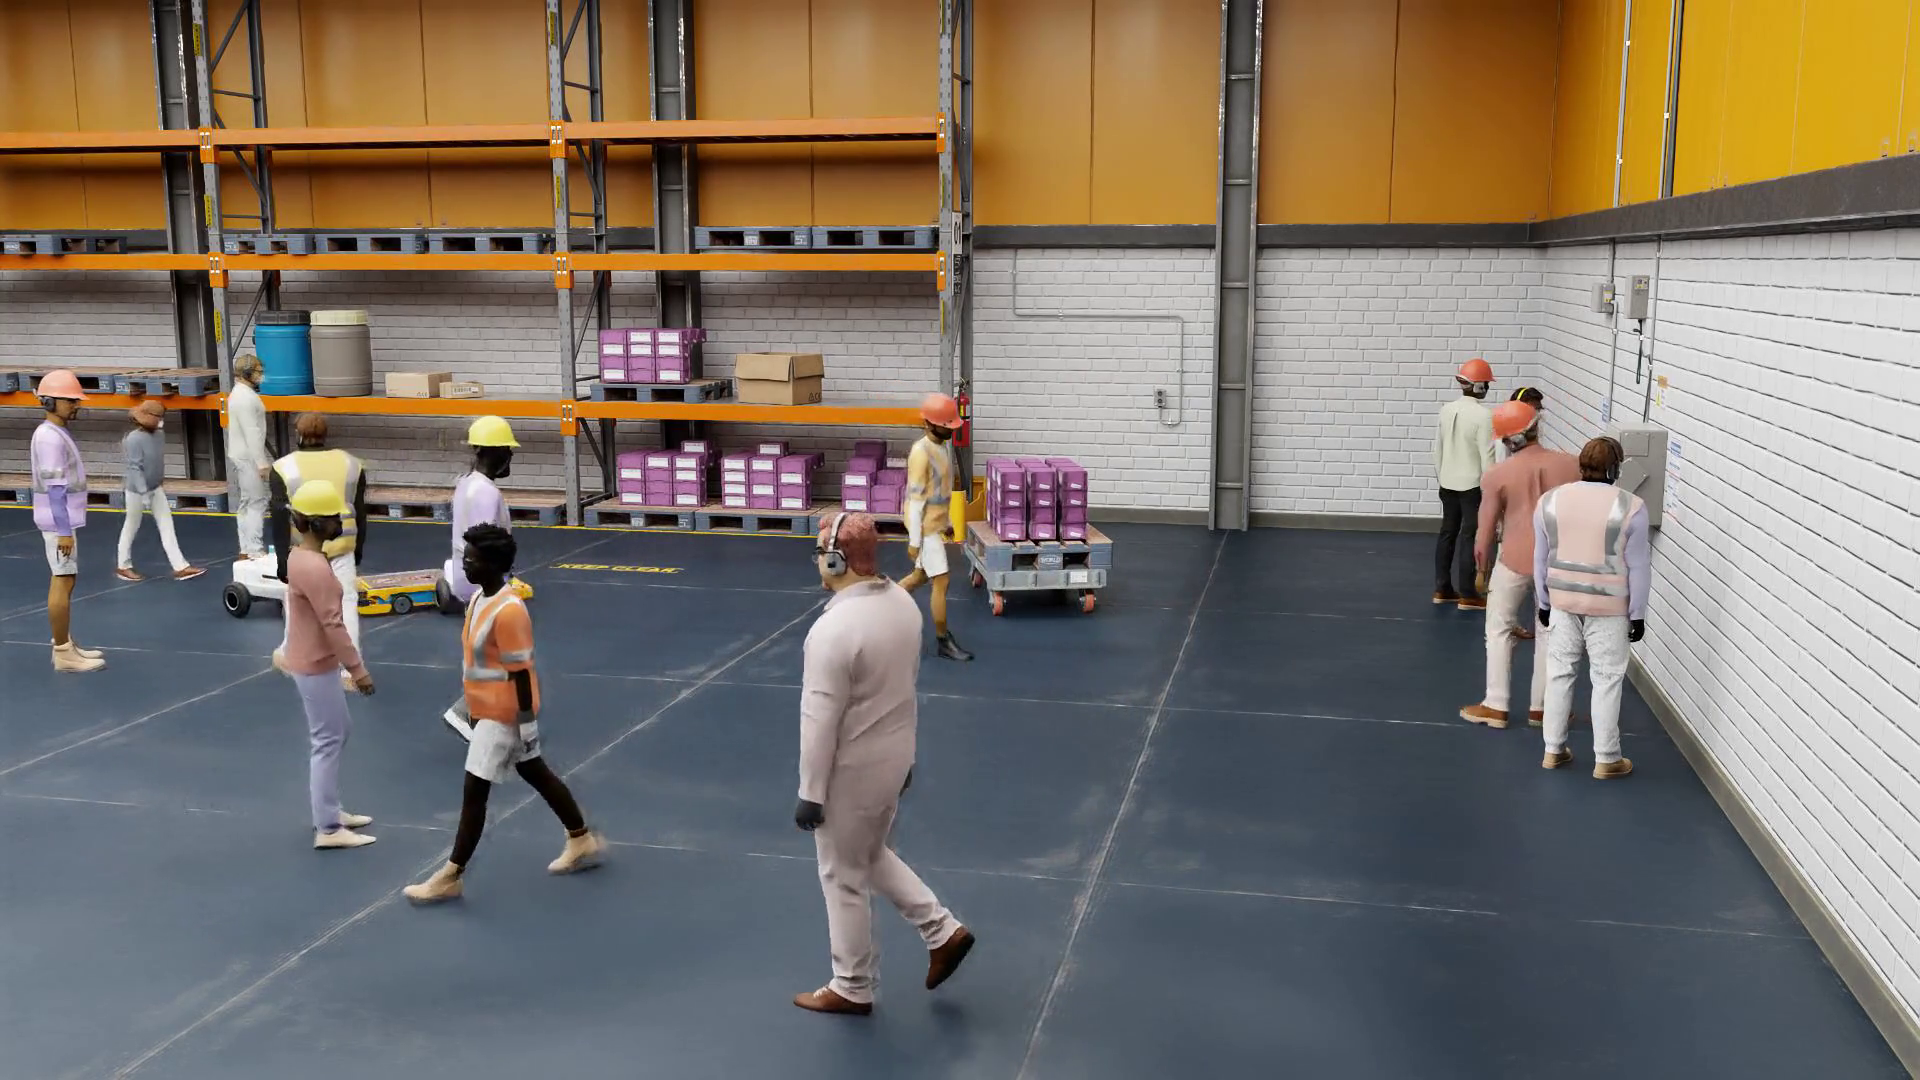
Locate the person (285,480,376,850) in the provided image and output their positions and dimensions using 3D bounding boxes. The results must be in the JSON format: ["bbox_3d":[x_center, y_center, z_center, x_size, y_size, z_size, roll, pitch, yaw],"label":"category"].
[{"bbox_3d":[-2.982,0.594,7.842,0.365,1.762,0.554,-5,11,-26],"label":"person"}]

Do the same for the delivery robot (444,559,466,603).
[{"bbox_3d":[-3.755,0.288,12.913,0.477,0.478,0.707,-6,11,-30],"label":"delivery robot"}]

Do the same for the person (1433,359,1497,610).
[{"bbox_3d":[4.057,-0.448,13.292,0.397,1.992,0.621,-4,11,-24],"label":"person"}]

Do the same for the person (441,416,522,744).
[{"bbox_3d":[-2.655,0.256,9.376,0.448,1.907,0.609,-4,11,-24],"label":"person"}]

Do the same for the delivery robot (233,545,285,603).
[{"bbox_3d":[-5.317,0.280,12.960,0.707,0.478,0.477,5,11,29],"label":"delivery robot"}]

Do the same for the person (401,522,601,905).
[{"bbox_3d":[-2.003,0.734,7.304,0.888,1.653,0.540,-5,11,-26],"label":"person"}]

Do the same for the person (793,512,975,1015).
[{"bbox_3d":[-0.312,0.835,6.044,0.549,1.888,0.644,4,10,22],"label":"person"}]

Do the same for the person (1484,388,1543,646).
[{"bbox_3d":[4.046,-0.173,12.067,0.535,1.859,0.312,-9,13,-44],"label":"person"}]

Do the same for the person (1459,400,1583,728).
[{"bbox_3d":[3.370,0.159,9.849,0.730,1.951,0.390,1,10,8],"label":"person"}]

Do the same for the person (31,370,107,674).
[{"bbox_3d":[-6.039,-0.125,11.251,0.395,2.040,0.609,-5,11,-27],"label":"person"}]

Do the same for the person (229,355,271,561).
[{"bbox_3d":[-6.415,-0.713,15.105,0.411,1.924,0.640,-5,11,-27],"label":"person"}]

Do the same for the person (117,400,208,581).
[{"bbox_3d":[-6.963,-0.421,14.333,0.848,1.578,0.513,2,10,12],"label":"person"}]

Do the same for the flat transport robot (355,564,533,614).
[{"bbox_3d":[-4.258,0.386,13.452,1.431,0.197,0.652,-6,11,-30],"label":"flat transport robot"}]

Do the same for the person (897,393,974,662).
[{"bbox_3d":[-0.313,-0.095,11.568,0.836,1.888,0.616,2,10,14],"label":"person"}]

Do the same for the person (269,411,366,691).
[{"bbox_3d":[-4.223,0.057,10.880,0.642,1.799,0.897,-8,12,-39],"label":"person"}]

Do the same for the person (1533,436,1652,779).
[{"bbox_3d":[3.405,0.360,8.964,0.625,1.844,0.429,9,13,42],"label":"person"}]
